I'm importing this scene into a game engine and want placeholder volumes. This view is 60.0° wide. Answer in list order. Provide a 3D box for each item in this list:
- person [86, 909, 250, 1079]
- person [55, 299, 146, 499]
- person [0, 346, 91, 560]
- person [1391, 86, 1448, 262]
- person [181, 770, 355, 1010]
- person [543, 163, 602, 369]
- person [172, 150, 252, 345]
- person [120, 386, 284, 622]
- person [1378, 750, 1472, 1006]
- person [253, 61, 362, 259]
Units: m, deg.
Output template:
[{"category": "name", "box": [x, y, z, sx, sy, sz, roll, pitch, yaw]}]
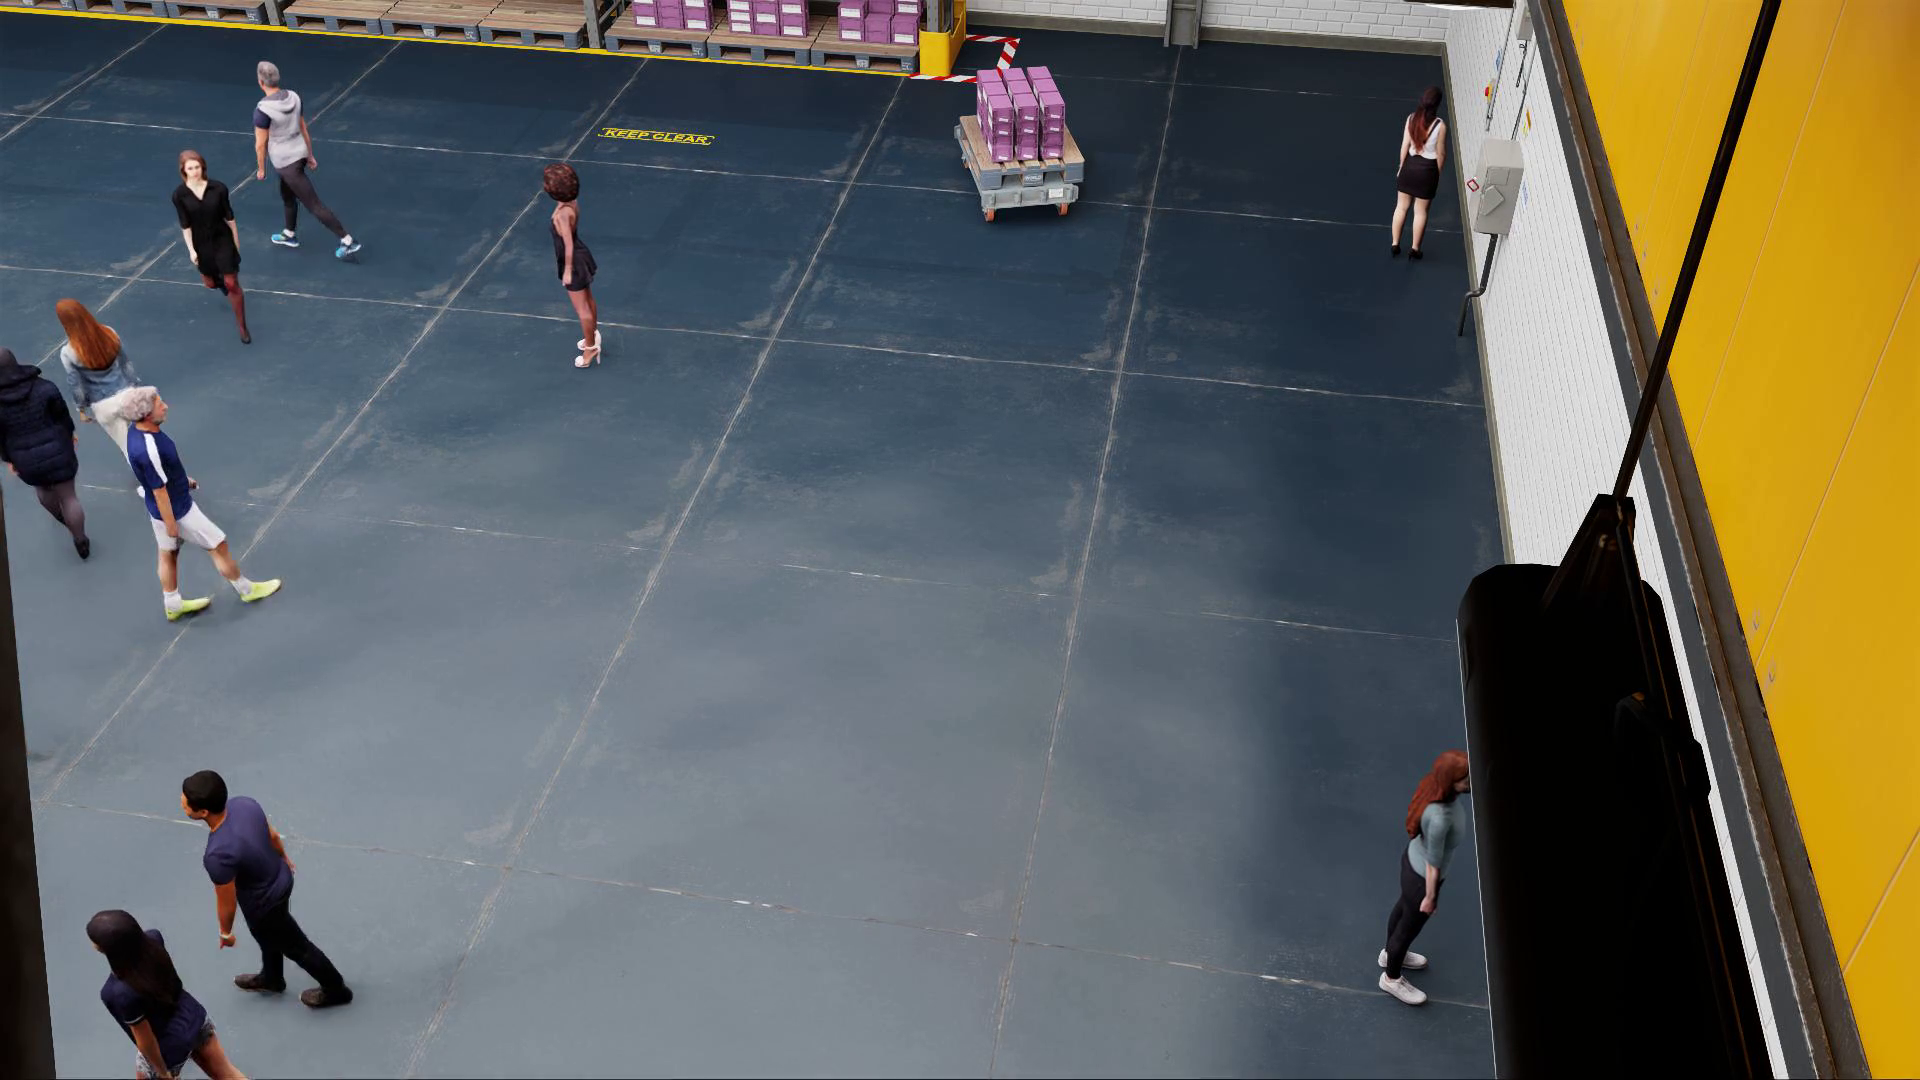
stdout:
[{"category": "person", "box": [-3.617, 2.347, 7.830, 0.974, 1.737, 0.583, 5, 39, 7]}, {"category": "person", "box": [-6.062, -0.964, 12.021, 0.884, 1.682, 0.783, 22, 44, 26]}, {"category": "person", "box": [-6.378, -0.577, 11.559, 0.996, 1.652, 1.011, -16, 41, -19]}, {"category": "person", "box": [4.125, -3.290, 14.959, 0.565, 1.648, 0.684, 22, 43, 25]}, {"category": "person", "box": [-3.463, 1.804, 8.486, 0.950, 1.766, 0.814, -3, 39, -3]}, {"category": "person", "box": [-3.131, -2.241, 13.533, 0.603, 1.789, 0.606, -2, 39, -3]}, {"category": "person", "box": [-6.268, -2.488, 13.928, 0.986, 1.683, 0.969, -17, 42, -20]}, {"category": "person", "box": [-5.278, -0.194, 10.958, 1.076, 1.804, 1.019, -25, 45, -28]}, {"category": "person", "box": [2.410, 1.717, 8.613, 0.554, 1.743, 0.603, 10, 40, 12]}, {"category": "person", "box": [-5.910, -3.346, 14.930, 1.226, 1.773, 0.732, 9, 39, 11]}]
